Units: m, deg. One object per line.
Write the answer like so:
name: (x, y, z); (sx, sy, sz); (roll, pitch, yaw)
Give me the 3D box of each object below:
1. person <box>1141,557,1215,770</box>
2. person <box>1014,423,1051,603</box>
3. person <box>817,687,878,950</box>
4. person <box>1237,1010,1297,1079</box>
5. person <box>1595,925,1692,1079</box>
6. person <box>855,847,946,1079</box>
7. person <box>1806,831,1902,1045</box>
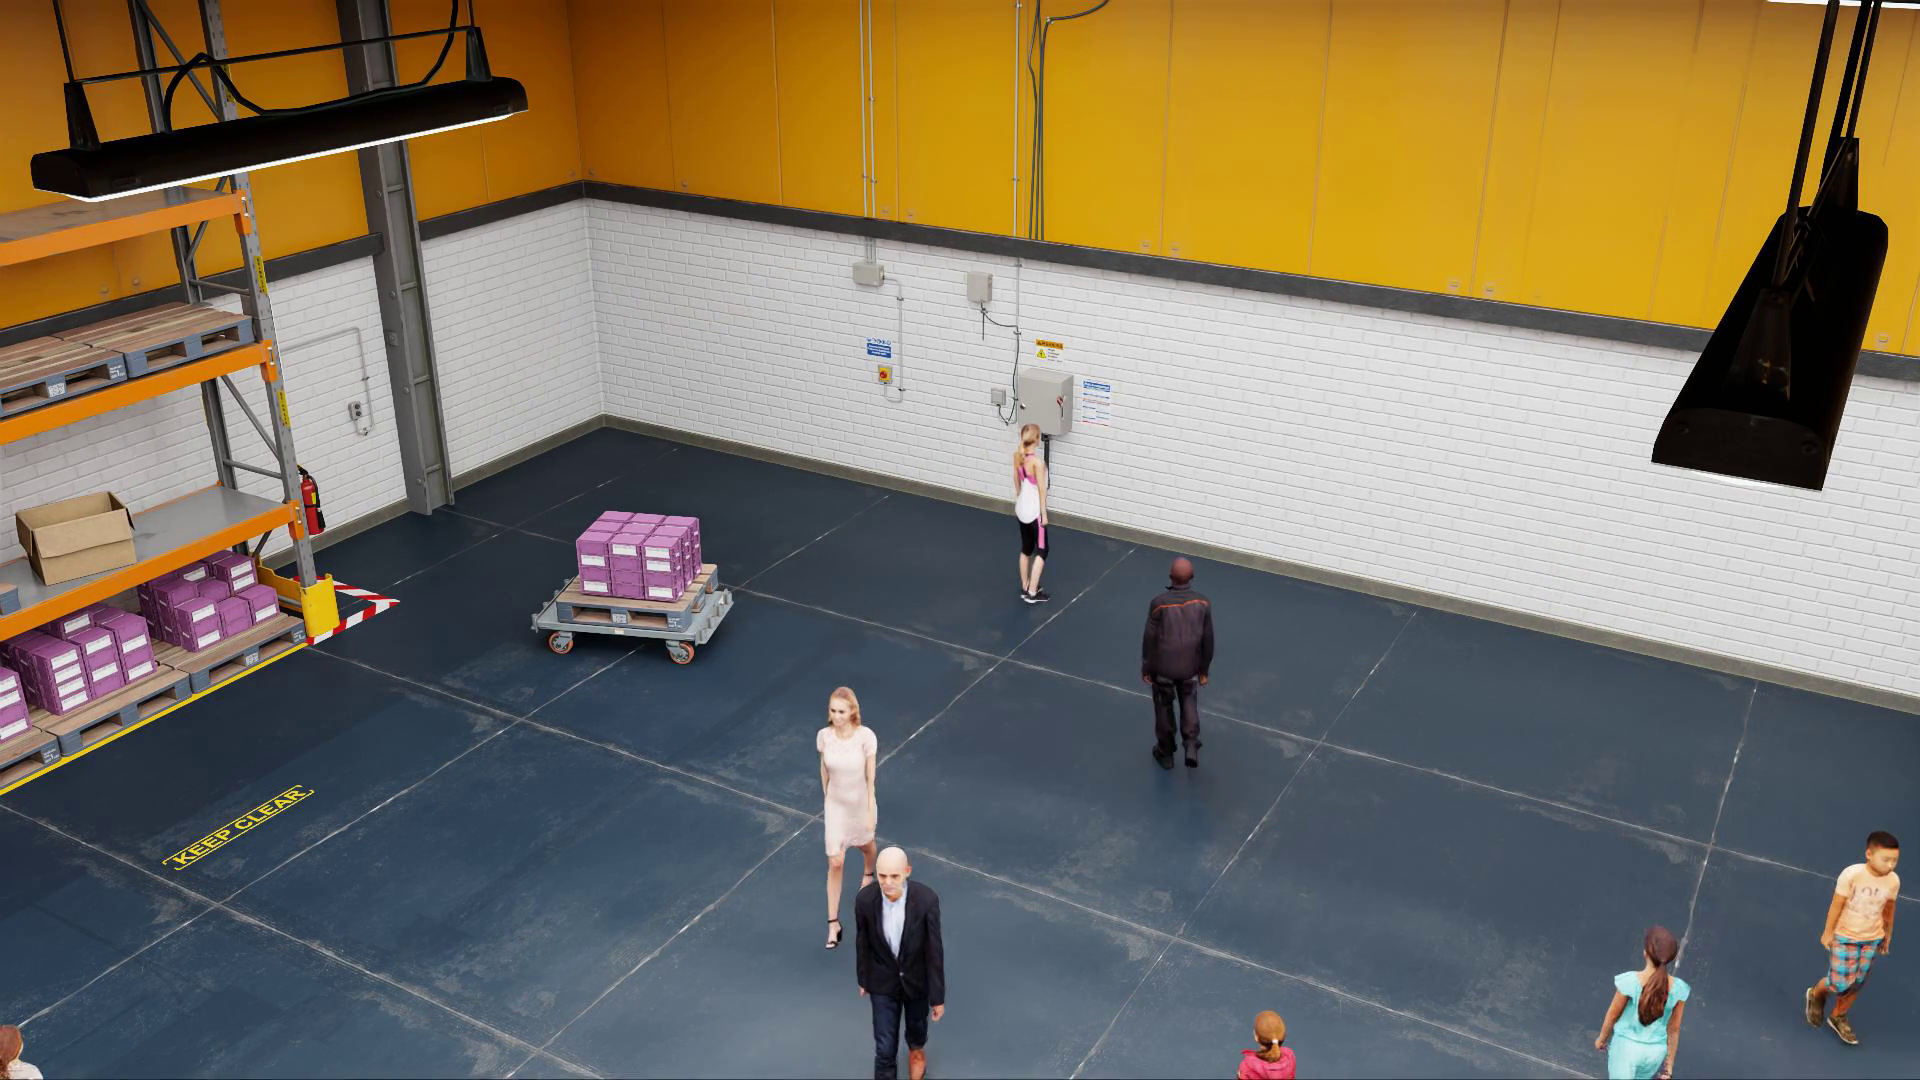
person: (1.695, 1.011, 12.904); (0.917, 1.813, 0.984); (-3, 24, -7)
person: (0.632, -0.242, 15.805); (0.716, 1.786, 0.732); (-16, 28, -32)
person: (-0.696, 1.779, 11.197); (0.835, 1.773, 1.162); (4, 24, 9)
person: (1.627, 3.102, 8.777); (0.877, 1.287, 0.942); (-6, 24, -13)
person: (3.718, 2.840, 9.080); (0.835, 1.525, 1.141); (3, 24, 7)
person: (-0.316, 2.495, 9.572); (1.031, 1.763, 1.263); (1, 24, 2)
person: (5.457, 2.391, 10.201); (0.670, 1.450, 0.729); (-1, 24, -1)
